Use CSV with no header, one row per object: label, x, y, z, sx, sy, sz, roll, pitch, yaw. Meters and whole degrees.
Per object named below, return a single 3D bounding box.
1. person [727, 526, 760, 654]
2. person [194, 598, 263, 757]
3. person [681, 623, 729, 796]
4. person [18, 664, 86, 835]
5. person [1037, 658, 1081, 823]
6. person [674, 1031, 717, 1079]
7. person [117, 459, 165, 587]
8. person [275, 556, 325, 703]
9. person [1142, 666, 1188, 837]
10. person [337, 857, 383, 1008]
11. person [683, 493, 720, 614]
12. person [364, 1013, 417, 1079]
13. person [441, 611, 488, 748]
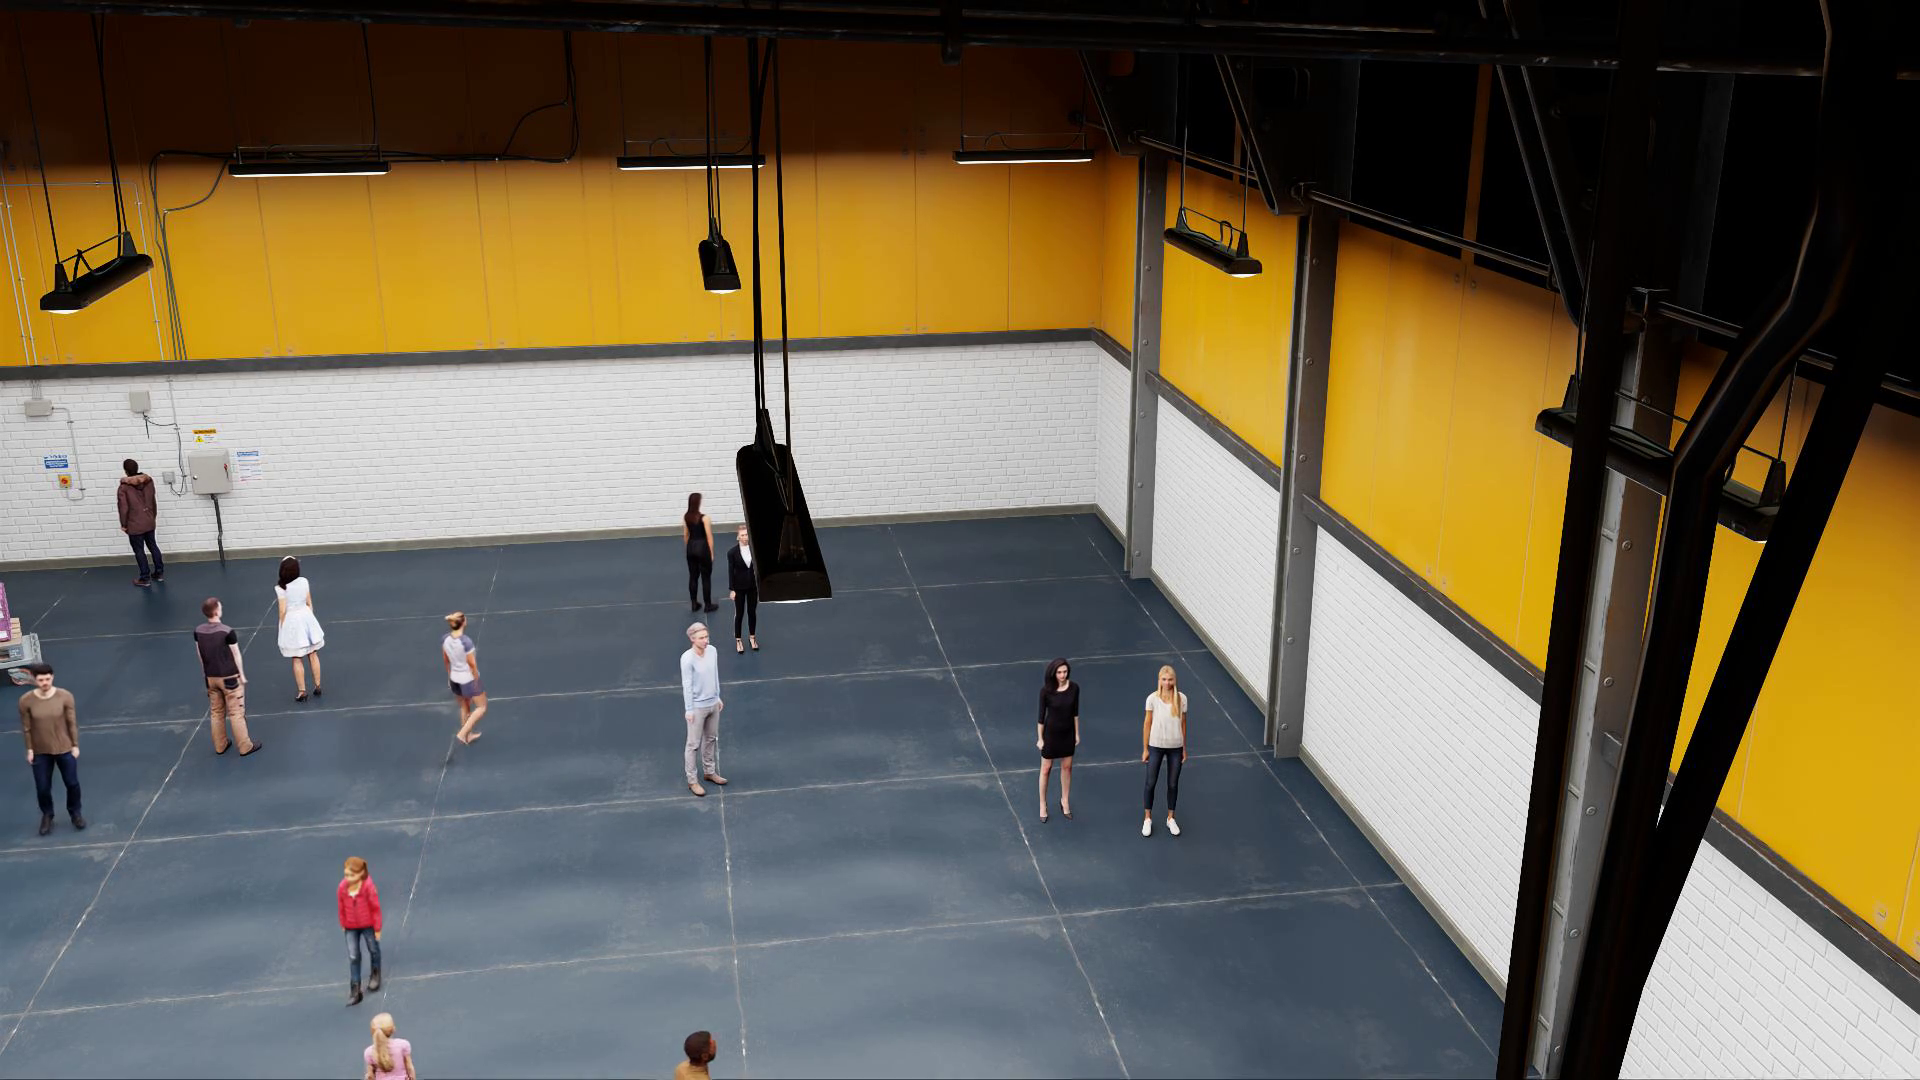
person,-2.754,0.623,21.398,0.677,1.706,0.630,-9,21,-26
person,-8.228,1.515,18.536,0.770,1.841,0.744,5,19,13
person,-2.753,1.762,17.722,0.800,1.893,0.750,14,23,35
person,-9.160,2.091,16.790,0.770,1.864,0.766,-9,21,-24
person,1.014,2.036,17.051,0.619,1.802,0.521,-5,19,-14
person,-1.779,4.078,10.982,0.847,1.806,0.791,-13,22,-33
person,-11.746,-0.266,23.819,0.937,1.846,0.843,9,21,25
person,-7.913,1.064,19.911,0.903,1.818,0.853,17,25,41
person,2.066,2.114,16.809,0.627,1.809,0.526,-1,19,-3
person,-5.087,3.260,14.204,0.589,1.298,0.801,-1,19,-3
person,-3.573,0.172,22.765,0.677,1.688,0.709,8,20,21
person,-4.101,4.007,12.039,0.521,1.266,0.613,-5,19,-13
person,-5.601,1.595,18.659,0.765,1.611,0.844,8,20,22
